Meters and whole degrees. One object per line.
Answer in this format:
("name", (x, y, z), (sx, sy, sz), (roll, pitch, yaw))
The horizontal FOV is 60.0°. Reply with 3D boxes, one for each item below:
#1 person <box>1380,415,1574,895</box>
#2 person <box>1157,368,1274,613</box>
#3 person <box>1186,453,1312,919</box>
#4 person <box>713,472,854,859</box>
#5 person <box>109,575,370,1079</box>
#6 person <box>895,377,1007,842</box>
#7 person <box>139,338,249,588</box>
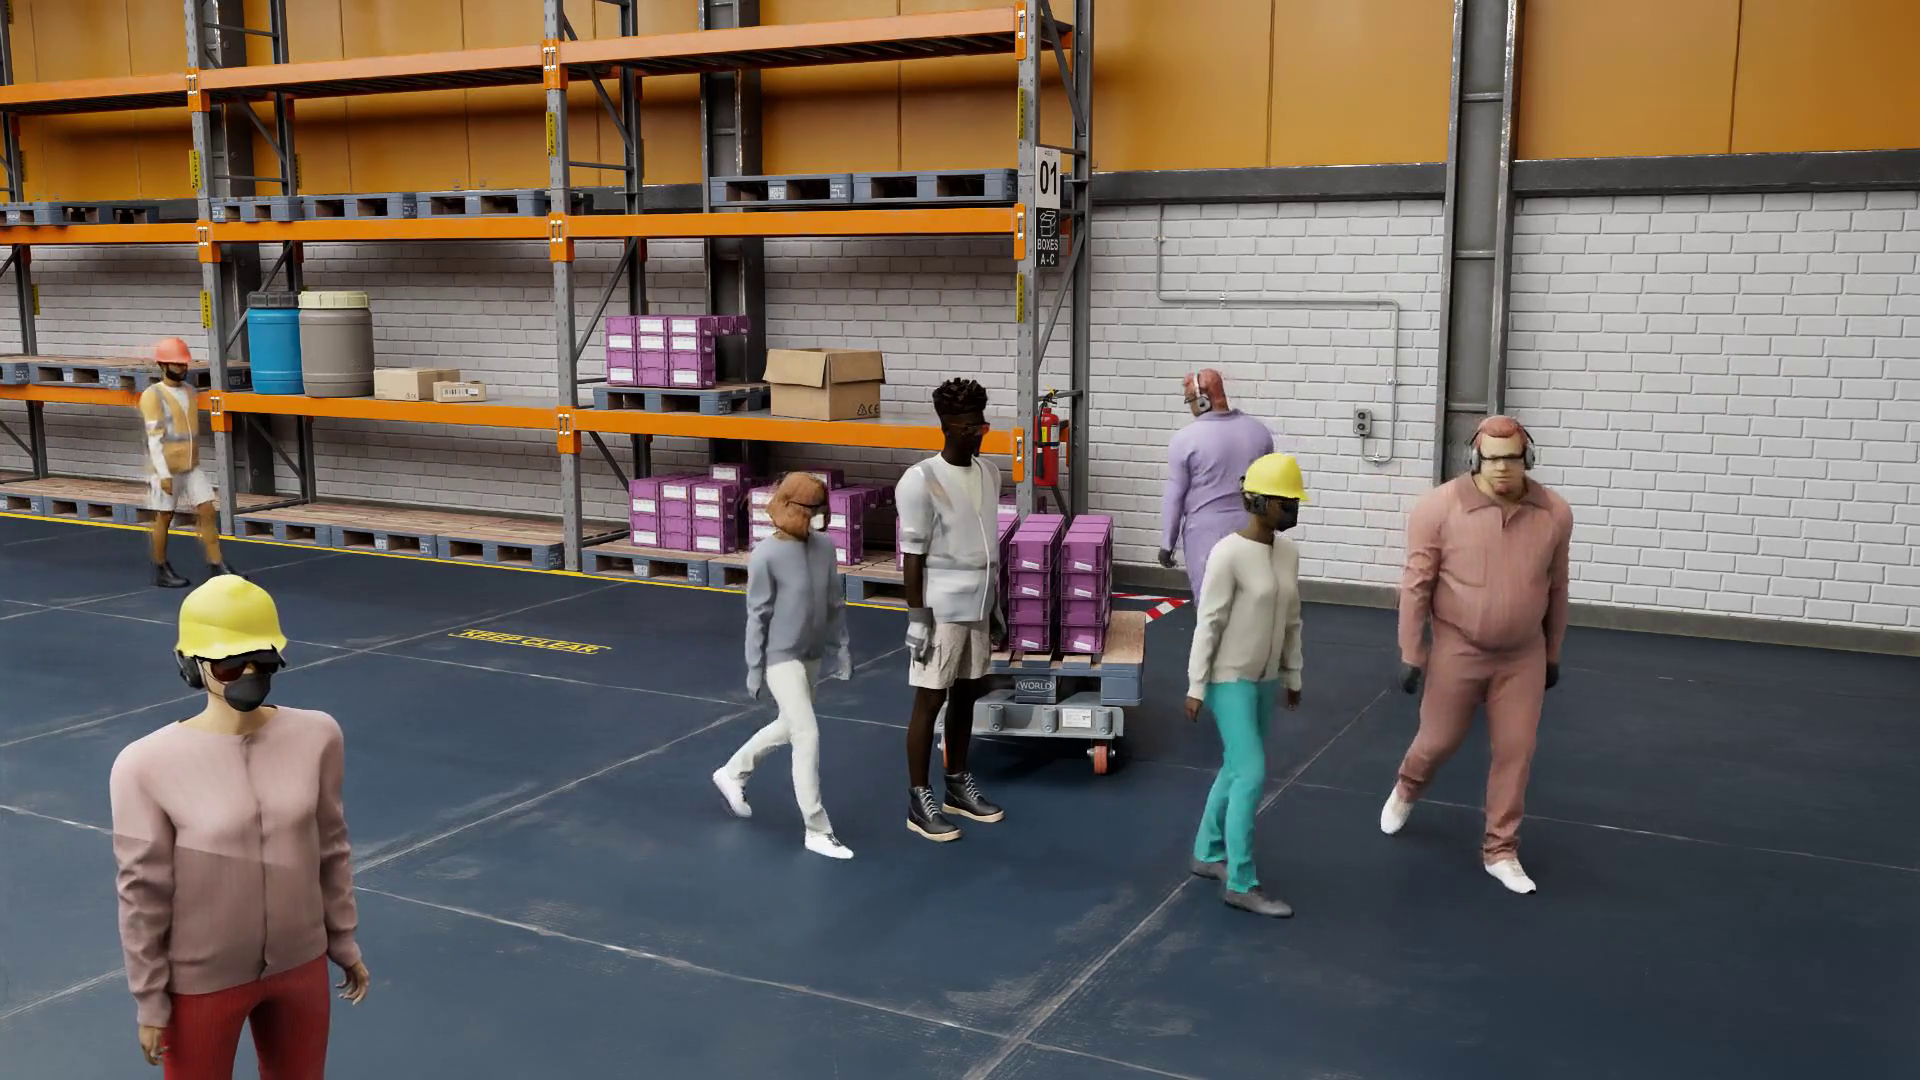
("person", (2.062, 0.409, 6.665), (0.682, 1.872, 0.745), (-1, 9, -4))
("person", (1.421, -0.018, 9.280), (0.671, 1.876, 0.402), (-4, 10, -26))
("person", (1.115, 0.532, 6.334), (0.601, 1.734, 0.546), (9, 13, 43))
("person", (-0.757, 0.491, 7.003), (0.792, 1.603, 0.508), (6, 11, 34))
("person", (-1.556, 0.946, 3.656), (0.315, 1.770, 0.524), (8, 12, 40))
("person", (-0.019, 0.284, 7.126), (0.365, 1.964, 0.610), (7, 12, 39))
("person", (-5.780, -0.552, 12.471), (0.910, 1.896, 0.560), (3, 10, 19))
